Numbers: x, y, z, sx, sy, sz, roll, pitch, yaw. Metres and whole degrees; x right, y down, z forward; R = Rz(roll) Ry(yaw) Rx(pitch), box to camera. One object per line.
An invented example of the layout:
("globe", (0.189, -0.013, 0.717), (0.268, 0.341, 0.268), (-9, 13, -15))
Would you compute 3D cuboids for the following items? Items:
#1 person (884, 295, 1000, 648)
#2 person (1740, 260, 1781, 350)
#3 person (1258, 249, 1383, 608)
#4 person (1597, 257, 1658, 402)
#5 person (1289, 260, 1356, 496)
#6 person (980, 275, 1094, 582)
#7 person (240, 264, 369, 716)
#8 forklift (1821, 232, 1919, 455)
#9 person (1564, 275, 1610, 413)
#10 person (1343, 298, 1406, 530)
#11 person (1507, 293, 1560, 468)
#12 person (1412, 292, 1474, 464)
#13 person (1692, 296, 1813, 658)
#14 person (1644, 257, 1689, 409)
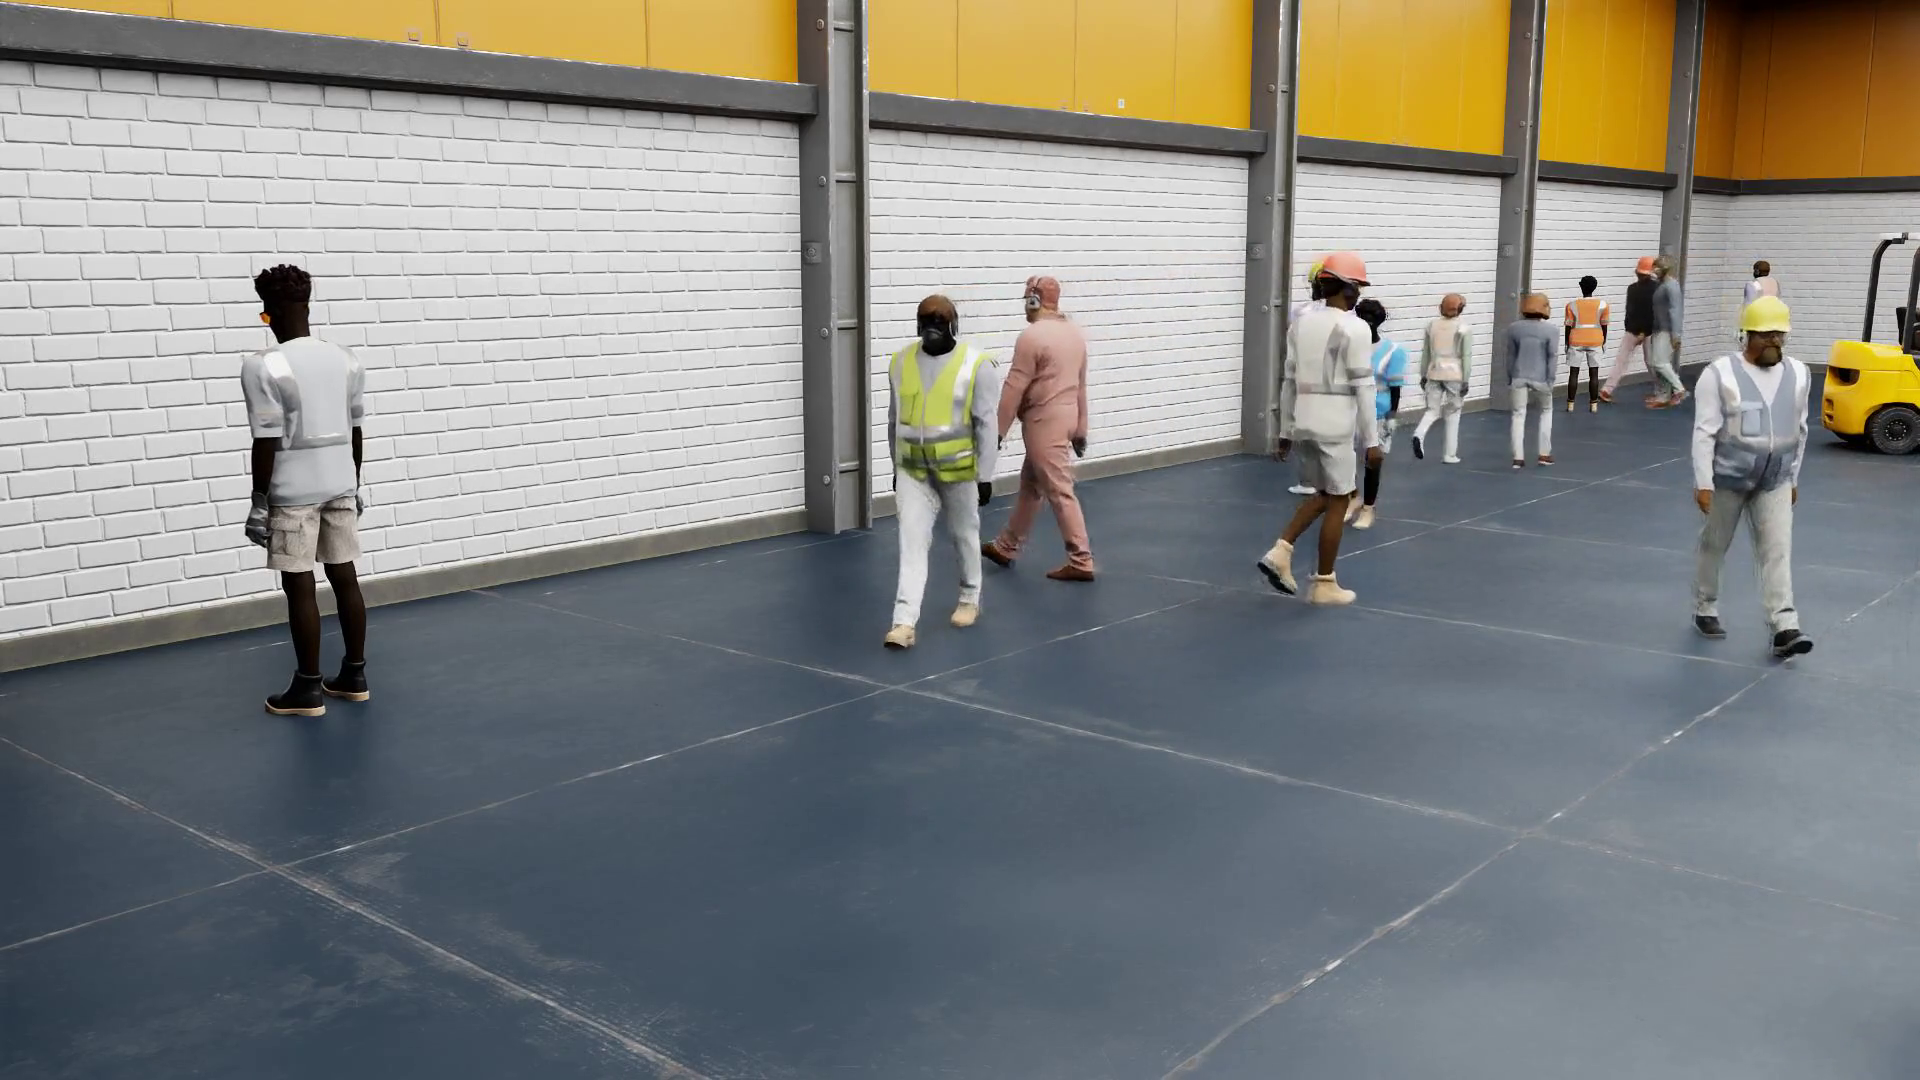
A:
("person", (-0.102, -0.369, 8.629), (0.647, 1.790, 0.984), (4, 11, 20))
("person", (11.827, -3.215, 24.675), (0.635, 1.842, 0.429), (-4, 11, -22))
("person", (2.067, -0.618, 9.379), (0.527, 2.022, 0.631), (-4, 11, -24))
("person", (8.881, -2.728, 21.723), (0.966, 1.923, 0.631), (-5, 11, -24))
("person", (2.942, -1.320, 13.664), (0.610, 1.927, 0.381), (-4, 11, -19))
("person", (0.446, -0.687, 10.247), (0.966, 1.856, 0.642), (5, 11, 27))
("person", (-2.849, -0.213, 7.250), (0.369, 1.958, 0.602), (5, 11, 27))
("forklift", (9.955, -1.972, 16.595), (2.313, 2.155, 1.214), (1, 10, 8))
("person", (7.726, -2.413, 20.545), (0.532, 1.694, 0.320), (3, 10, 17))
("person", (2.924, -0.895, 11.938), (0.539, 1.677, 0.360), (6, 12, 33))
("person", (5.334, -1.483, 15.464), (0.515, 1.611, 0.661), (7, 12, 36))
("person", (4.493, -1.501, 15.549), (0.534, 1.615, 0.579), (9, 14, 42))
("person", (3.983, -0.317, 8.336), (0.617, 1.781, 0.924), (0, 10, 1))
("person", (8.835, -2.577, 20.835), (0.467, 1.917, 0.687), (1, 10, 8))
